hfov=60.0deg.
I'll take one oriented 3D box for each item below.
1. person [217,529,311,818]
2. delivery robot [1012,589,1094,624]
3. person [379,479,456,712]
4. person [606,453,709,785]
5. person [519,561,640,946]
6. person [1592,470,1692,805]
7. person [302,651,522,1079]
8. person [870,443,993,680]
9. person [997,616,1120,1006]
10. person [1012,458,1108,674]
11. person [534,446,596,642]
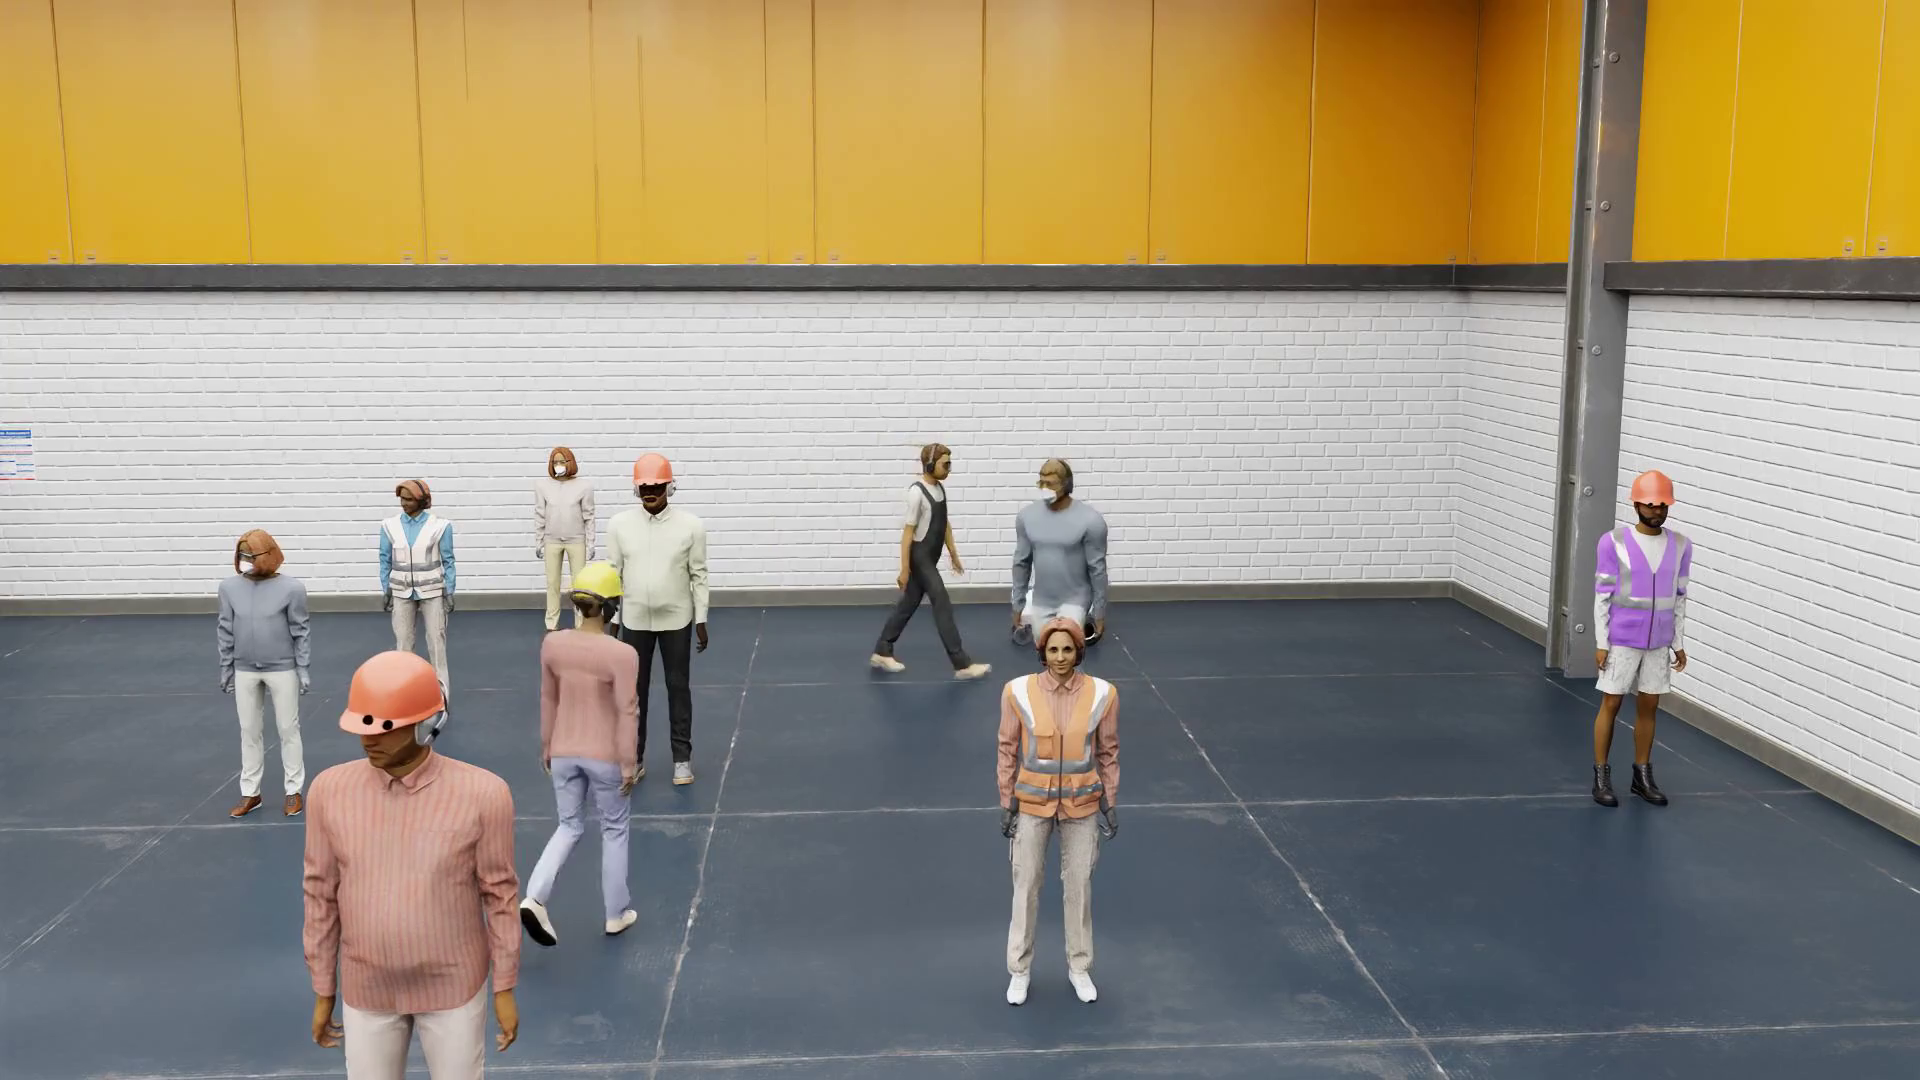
[{"bbox_3d":[-3.894,0.743,9.325,0.499,1.632,0.285,0,9,-2],"label":"person"},{"bbox_3d":[0.784,0.528,13.759,0.707,0.478,0.477,-1,9,-4],"label":"delivery robot"},{"bbox_3d":[-3.760,0.386,11.557,0.514,1.636,0.314,0,9,-2],"label":"person"},{"bbox_3d":[-1.801,0.472,9.891,0.611,1.996,0.387,0,9,-2],"label":"person"},{"bbox_3d":[-1.707,0.979,7.460,0.540,1.746,0.629,3,10,19],"label":"person"},{"bbox_3d":[3.898,0.562,9.508,0.544,1.939,0.372,0,9,-2],"label":"person"},{"bbox_3d":[-1.580,1.285,4.805,0.611,1.990,0.392,0,9,-2],"label":"person"},{"bbox_3d":[-0.256,0.159,12.549,1.011,1.791,0.494,3,9,16],"label":"person"},{"bbox_3d":[0.409,1.120,6.934,0.514,1.642,0.314,0,9,-2],"label":"person"},{"bbox_3d":[0.685,0.399,10.656,0.643,1.909,0.898,6,11,33],"label":"person"},{"bbox_3d":[-3.266,0.036,13.762,0.499,1.634,0.285,0,9,-2],"label":"person"}]
